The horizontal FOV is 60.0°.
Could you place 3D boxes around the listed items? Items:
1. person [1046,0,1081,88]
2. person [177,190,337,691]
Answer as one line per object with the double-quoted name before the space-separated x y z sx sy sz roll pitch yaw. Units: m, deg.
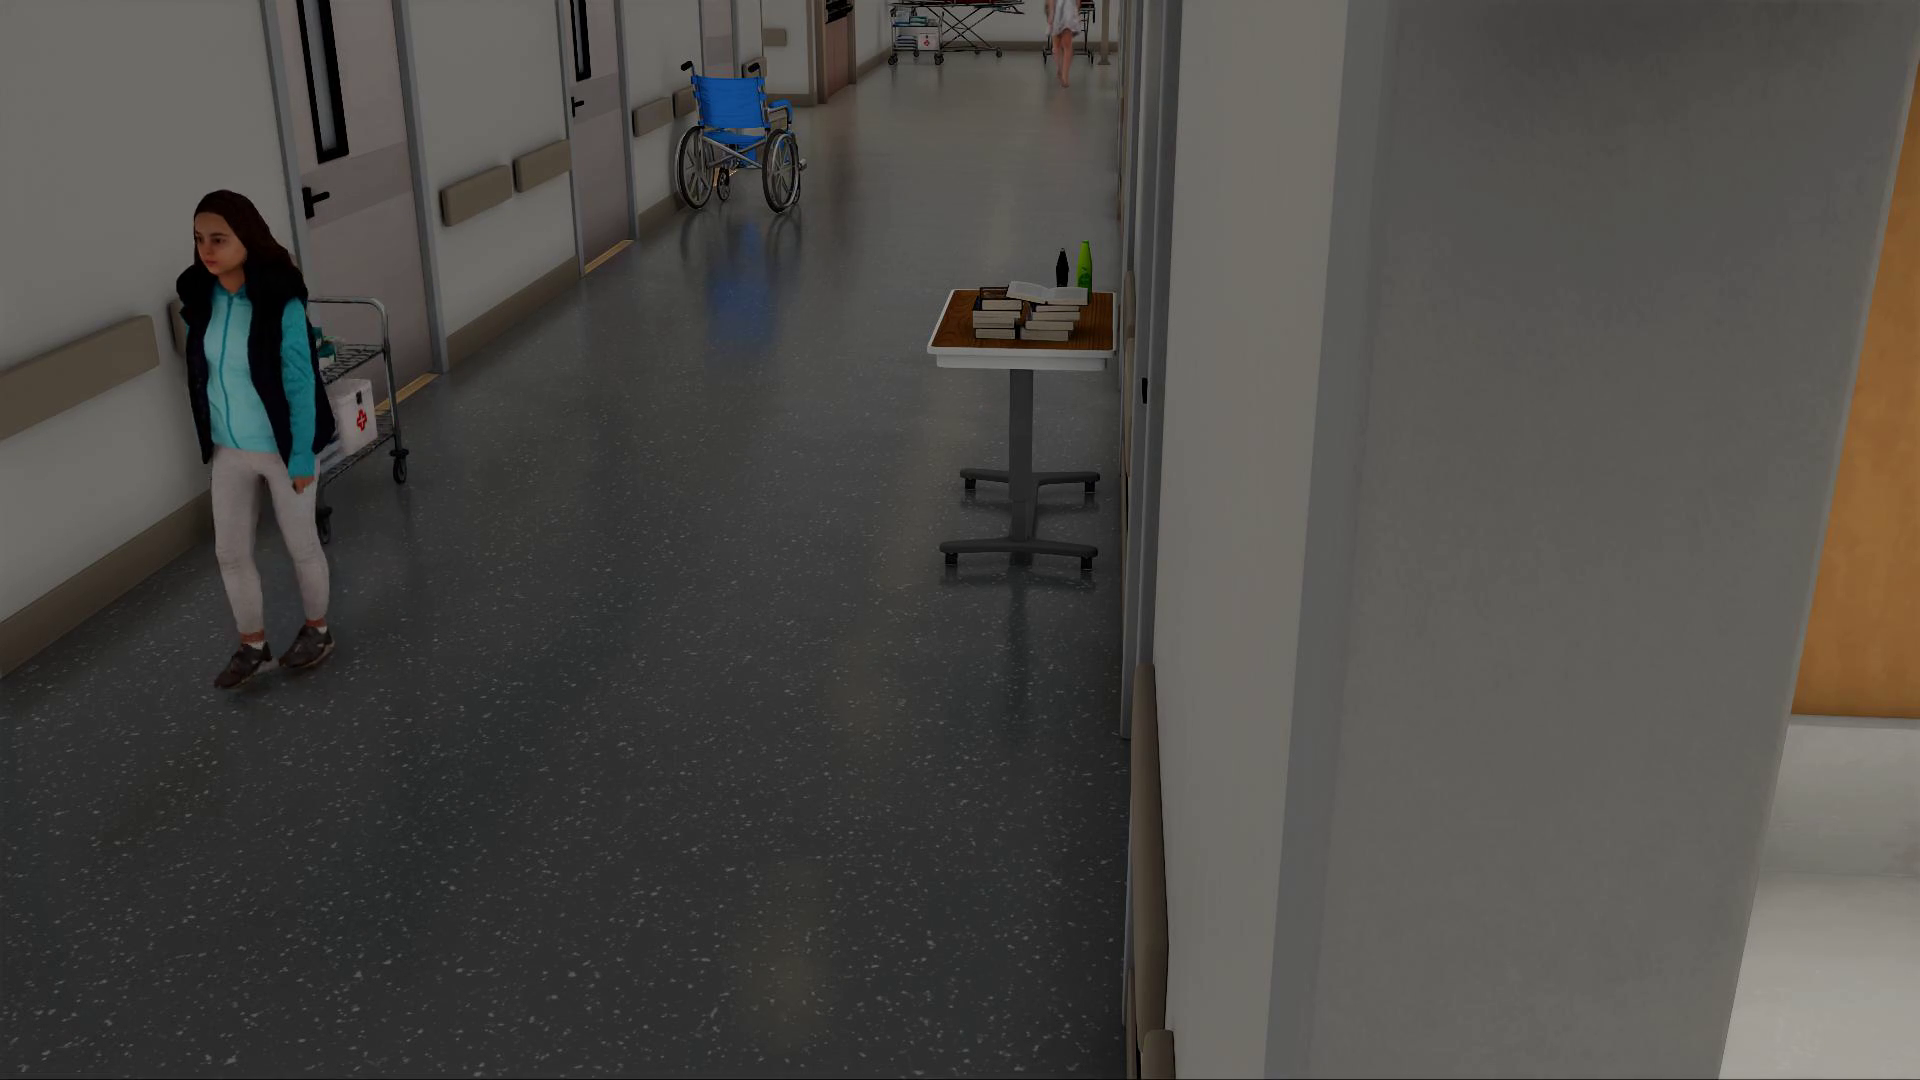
"person" 1.359 -6.903 22.059 0.628 1.735 1.154 1 21 2
"person" -2.054 -0.318 5.019 0.631 1.491 0.749 4 21 11
